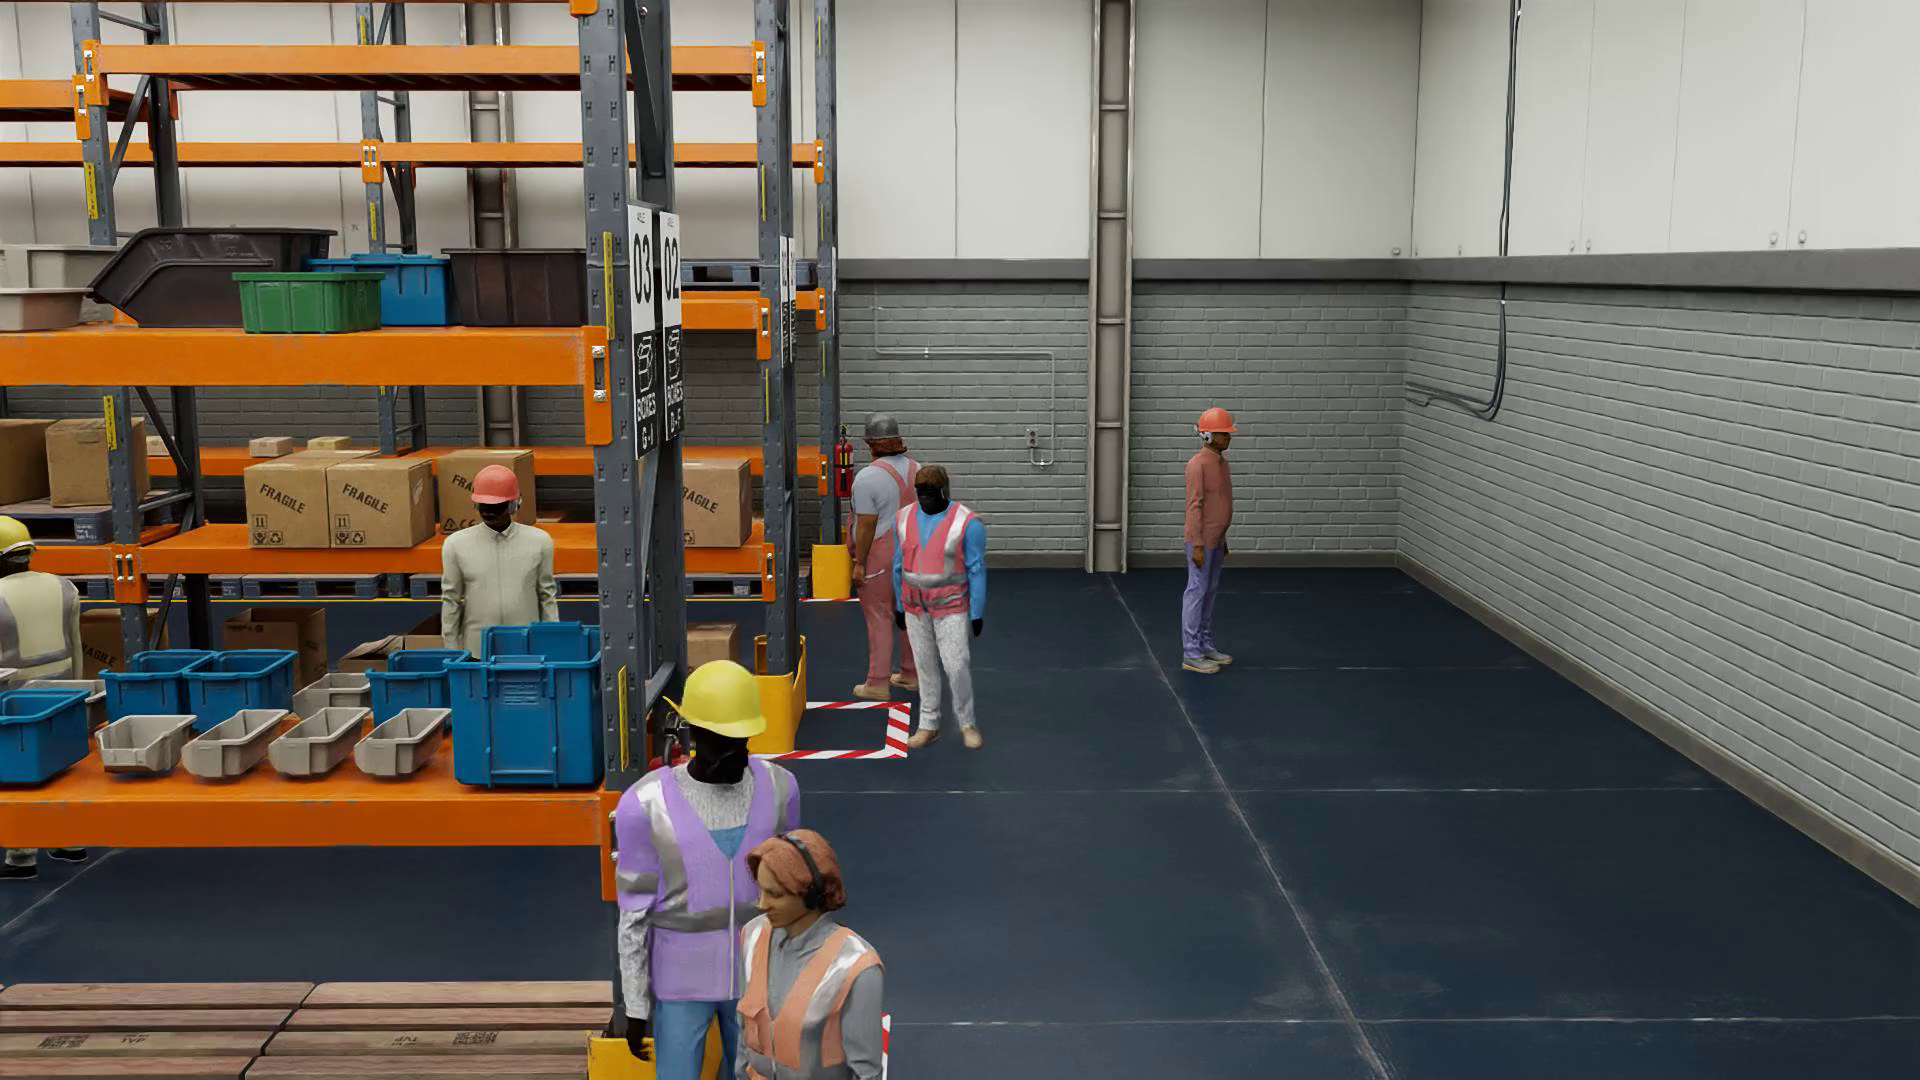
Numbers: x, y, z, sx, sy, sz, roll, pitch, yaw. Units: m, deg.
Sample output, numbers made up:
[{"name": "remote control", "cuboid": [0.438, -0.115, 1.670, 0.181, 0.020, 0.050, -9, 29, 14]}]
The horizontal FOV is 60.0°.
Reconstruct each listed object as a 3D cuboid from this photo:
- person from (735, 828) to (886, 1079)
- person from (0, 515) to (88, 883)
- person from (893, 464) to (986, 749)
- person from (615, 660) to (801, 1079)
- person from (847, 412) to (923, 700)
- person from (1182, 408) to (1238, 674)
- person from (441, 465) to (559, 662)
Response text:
[{"name": "person", "cuboid": [-0.383, 1.530, 4.299, 0.526, 1.632, 0.311, 8, 12, 41]}, {"name": "person", "cuboid": [-4.660, 0.784, 8.293, 0.403, 1.824, 0.597, 4, 10, 25]}, {"name": "person", "cuboid": [-0.128, 0.426, 10.476, 0.652, 1.833, 0.478, 5, 11, 29]}, {"name": "person", "cuboid": [-0.714, 1.287, 4.930, 0.596, 1.914, 0.402, -5, 11, -30]}, {"name": "person", "cuboid": [-0.555, 0.100, 11.811, 0.535, 2.000, 0.686, 8, 12, 40]}, {"name": "person", "cuboid": [1.896, -0.007, 12.602, 0.388, 1.996, 0.612, 5, 11, 30]}, {"name": "person", "cuboid": [-2.485, 0.576, 9.039, 0.619, 1.990, 0.391, -4, 10, -22]}]
